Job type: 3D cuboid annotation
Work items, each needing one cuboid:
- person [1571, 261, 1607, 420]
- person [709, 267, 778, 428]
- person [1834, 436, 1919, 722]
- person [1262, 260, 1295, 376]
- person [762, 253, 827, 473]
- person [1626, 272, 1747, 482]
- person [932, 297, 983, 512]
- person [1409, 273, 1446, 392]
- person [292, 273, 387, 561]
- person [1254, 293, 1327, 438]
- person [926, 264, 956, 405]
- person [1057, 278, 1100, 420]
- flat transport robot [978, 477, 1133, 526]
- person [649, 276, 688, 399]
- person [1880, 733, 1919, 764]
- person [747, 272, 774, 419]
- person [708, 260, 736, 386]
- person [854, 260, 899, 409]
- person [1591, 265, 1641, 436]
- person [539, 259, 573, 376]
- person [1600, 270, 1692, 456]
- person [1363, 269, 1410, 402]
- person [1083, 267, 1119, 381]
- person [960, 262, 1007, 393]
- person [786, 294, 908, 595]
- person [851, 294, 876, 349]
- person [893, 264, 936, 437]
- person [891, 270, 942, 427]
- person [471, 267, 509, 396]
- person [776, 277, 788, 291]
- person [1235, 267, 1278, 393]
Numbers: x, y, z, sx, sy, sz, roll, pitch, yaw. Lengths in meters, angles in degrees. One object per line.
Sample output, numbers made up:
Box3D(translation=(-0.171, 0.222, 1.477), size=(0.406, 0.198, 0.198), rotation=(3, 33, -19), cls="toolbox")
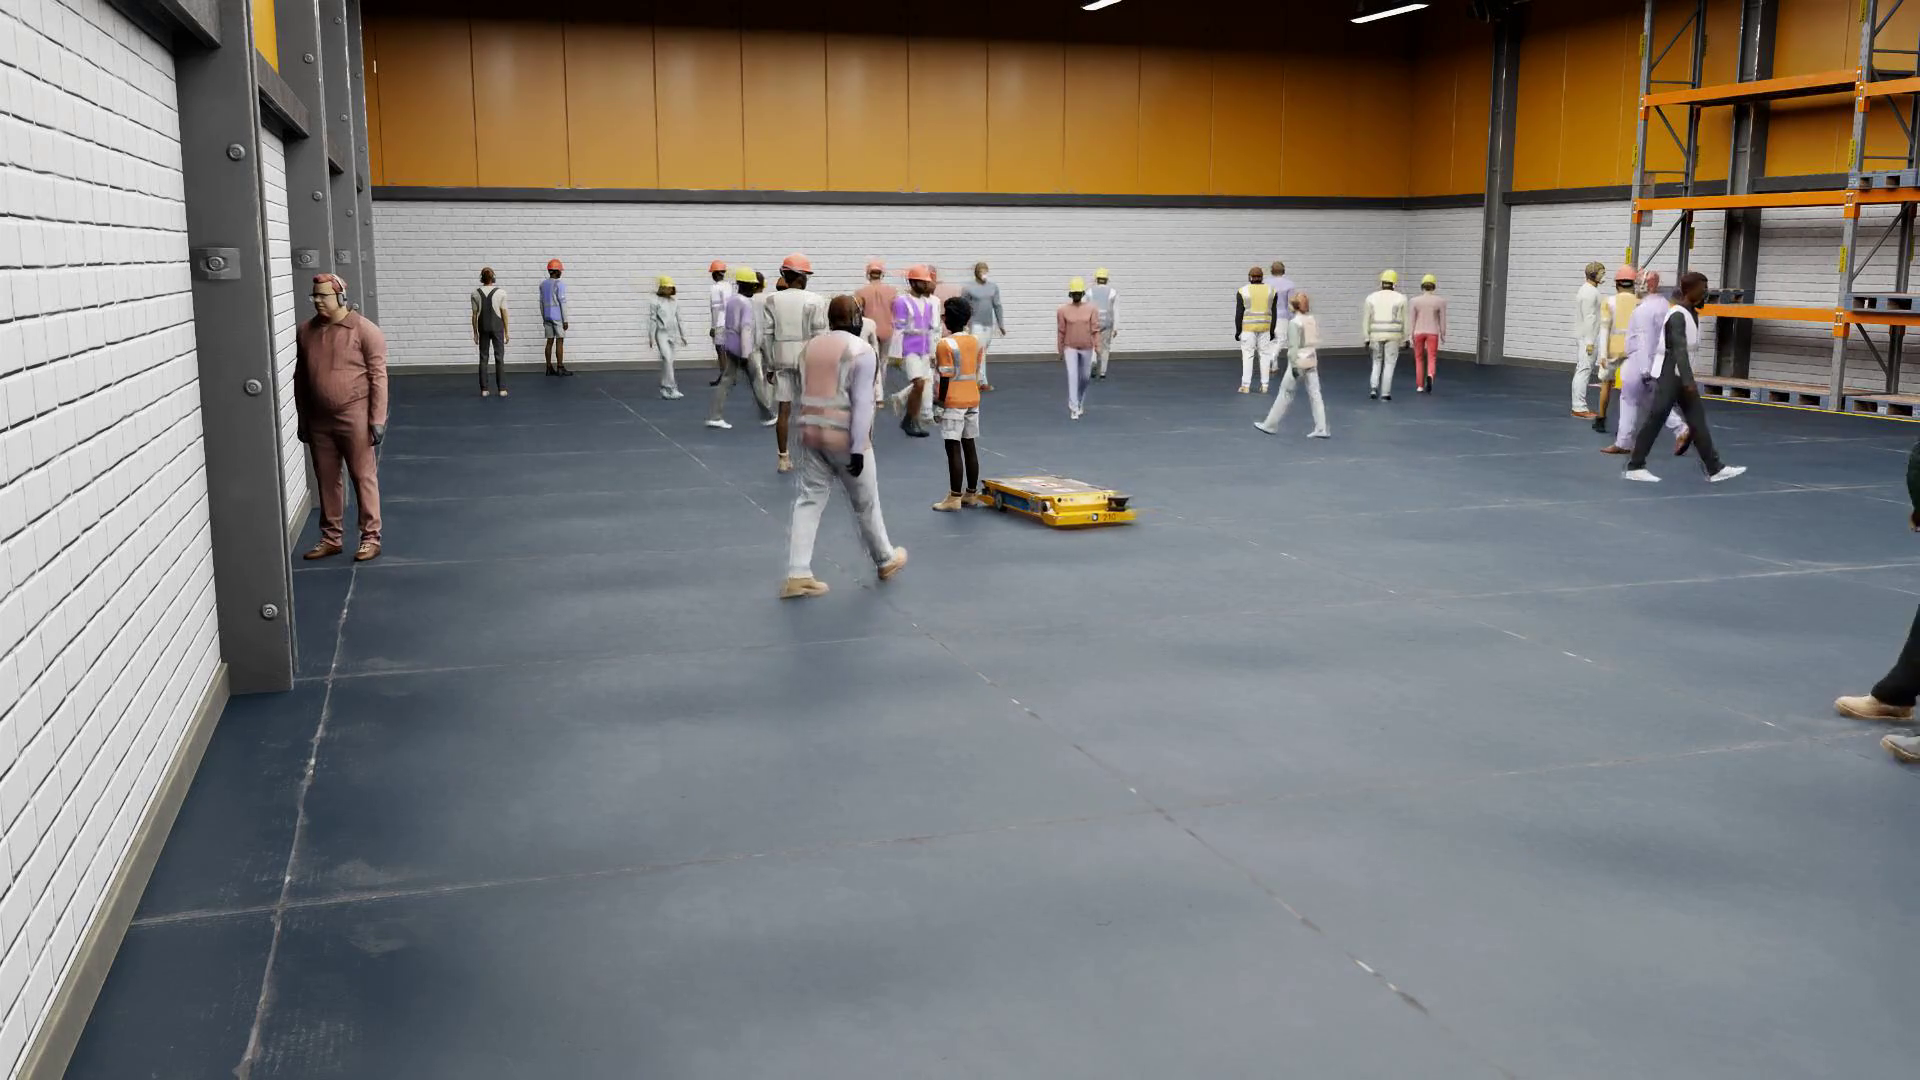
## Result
Box3D(translation=(7.742, -2.453, 20.480), size=(0.356, 1.938, 0.638), rotation=(3, 10, 17), cls="person")
Box3D(translation=(-2.526, -2.234, 19.397), size=(0.981, 1.875, 0.609), rotation=(-6, 12, -33), cls="person")
Box3D(translation=(4.448, -0.203, 7.158), size=(1.030, 2.000, 0.687), rotation=(3, 10, 17), cls="person")
Box3D(translation=(5.186, -3.647, 27.439), size=(0.624, 1.921, 0.771), rotation=(7, 12, 35), cls="person")
Box3D(translation=(-1.519, -1.631, 15.429), size=(0.610, 2.040, 0.394), rotation=(3, 10, 15), cls="person")
Box3D(translation=(6.434, -1.417, 14.698), size=(1.002, 1.867, 0.614), rotation=(8, 13, 39), cls="person")
Box3D(translation=(-0.024, -1.069, 13.170), size=(0.318, 1.697, 0.535), rotation=(6, 12, 32), cls="person")
Box3D(translation=(6.789, -2.999, 24.205), size=(0.527, 1.747, 0.616), rotation=(3, 10, 15), cls="person")
Box3D(translation=(-4.125, -0.805, 11.033), size=(0.650, 1.906, 0.401), rotation=(2, 10, 12), cls="person")
Box3D(translation=(3.728, -1.930, 18.456), size=(0.861, 1.595, 0.533), rotation=(9, 14, 43), cls="person")
Box3D(translation=(-0.362, -2.753, 22.369), size=(0.675, 1.882, 0.499), rotation=(-6, 11, -30), cls="person")
Box3D(translation=(1.459, -2.390, 20.679), size=(0.520, 1.743, 0.771), rotation=(-1, 10, -4), cls="person")
Box3D(translation=(0.723, -0.324, 12.975), size=(0.652, 0.197, 1.431), rotation=(-4, 11, -23), cls="flat transport robot")
Box3D(translation=(-4.012, -2.811, 23.172), size=(0.787, 1.709, 0.512), rotation=(8, 13, 40), cls="person")
Box3D(translation=(4.241, 0.017, 6.513), size=(0.970, 1.837, 0.561), rotation=(3, 10, 15), cls="person")
Box3D(translation=(-2.478, -2.405, 20.602), size=(0.543, 1.812, 1.012), rotation=(-2, 10, -10), cls="person")
Box3D(translation=(-3.686, -3.327, 25.547), size=(0.372, 1.935, 0.551), rotation=(5, 11, 25), cls="person")
Box3D(translation=(-1.131, -2.733, 22.105), size=(0.647, 1.928, 1.054), rotation=(-3, 10, -14), cls="person")
Box3D(translation=(7.396, -2.119, 18.652), size=(0.548, 1.891, 0.947), rotation=(1, 10, 8), cls="person")
Box3D(translation=(-6.706, -3.686, 27.622), size=(0.551, 1.934, 0.373), rotation=(6, 12, 32), cls="person")
Box3D(translation=(6.968, -1.772, 16.723), size=(0.639, 1.879, 0.796), rotation=(-9, 13, -42), cls="person")
Box3D(translation=(5.855, -2.793, 22.806), size=(0.596, 1.812, 0.434), rotation=(6, 12, 32), cls="person")
Box3D(translation=(2.243, -3.434, 26.506), size=(0.603, 1.814, 0.479), rotation=(1, 10, 7), cls="person")
Box3D(translation=(0.381, -3.099, 24.343), size=(0.637, 1.902, 0.888), rotation=(-7, 12, -36), cls="person")
Box3D(translation=(-0.692, -0.581, 10.075), size=(0.641, 1.780, 1.005), rotation=(7, 12, 37), cls="person")
Box3D(translation=(-1.158, -1.840, 17.939), size=(0.491, 1.596, 0.769), rotation=(-3, 10, -15), cls="person")
Box3D(translation=(-0.463, -2.079, 18.369), size=(0.445, 1.917, 0.568), rotation=(8, 13, 39), cls="person")
Box3D(translation=(-0.496, -2.276, 19.729), size=(0.778, 1.852, 0.576), rotation=(7, 12, 36), cls="person")
Box3D(translation=(-6.698, -2.961, 23.735), size=(0.501, 1.839, 0.341), rotation=(-1, 10, -3), cls="person")
Box3D(translation=(-3.069, -3.776, 29.023), size=(0.498, 1.633, 0.284), rotation=(1, 10, 8), cls="person")
Box3D(translation=(4.317, -3.067, 24.335), size=(0.623, 1.839, 0.429), rotation=(-1, 10, -7), cls="person")
